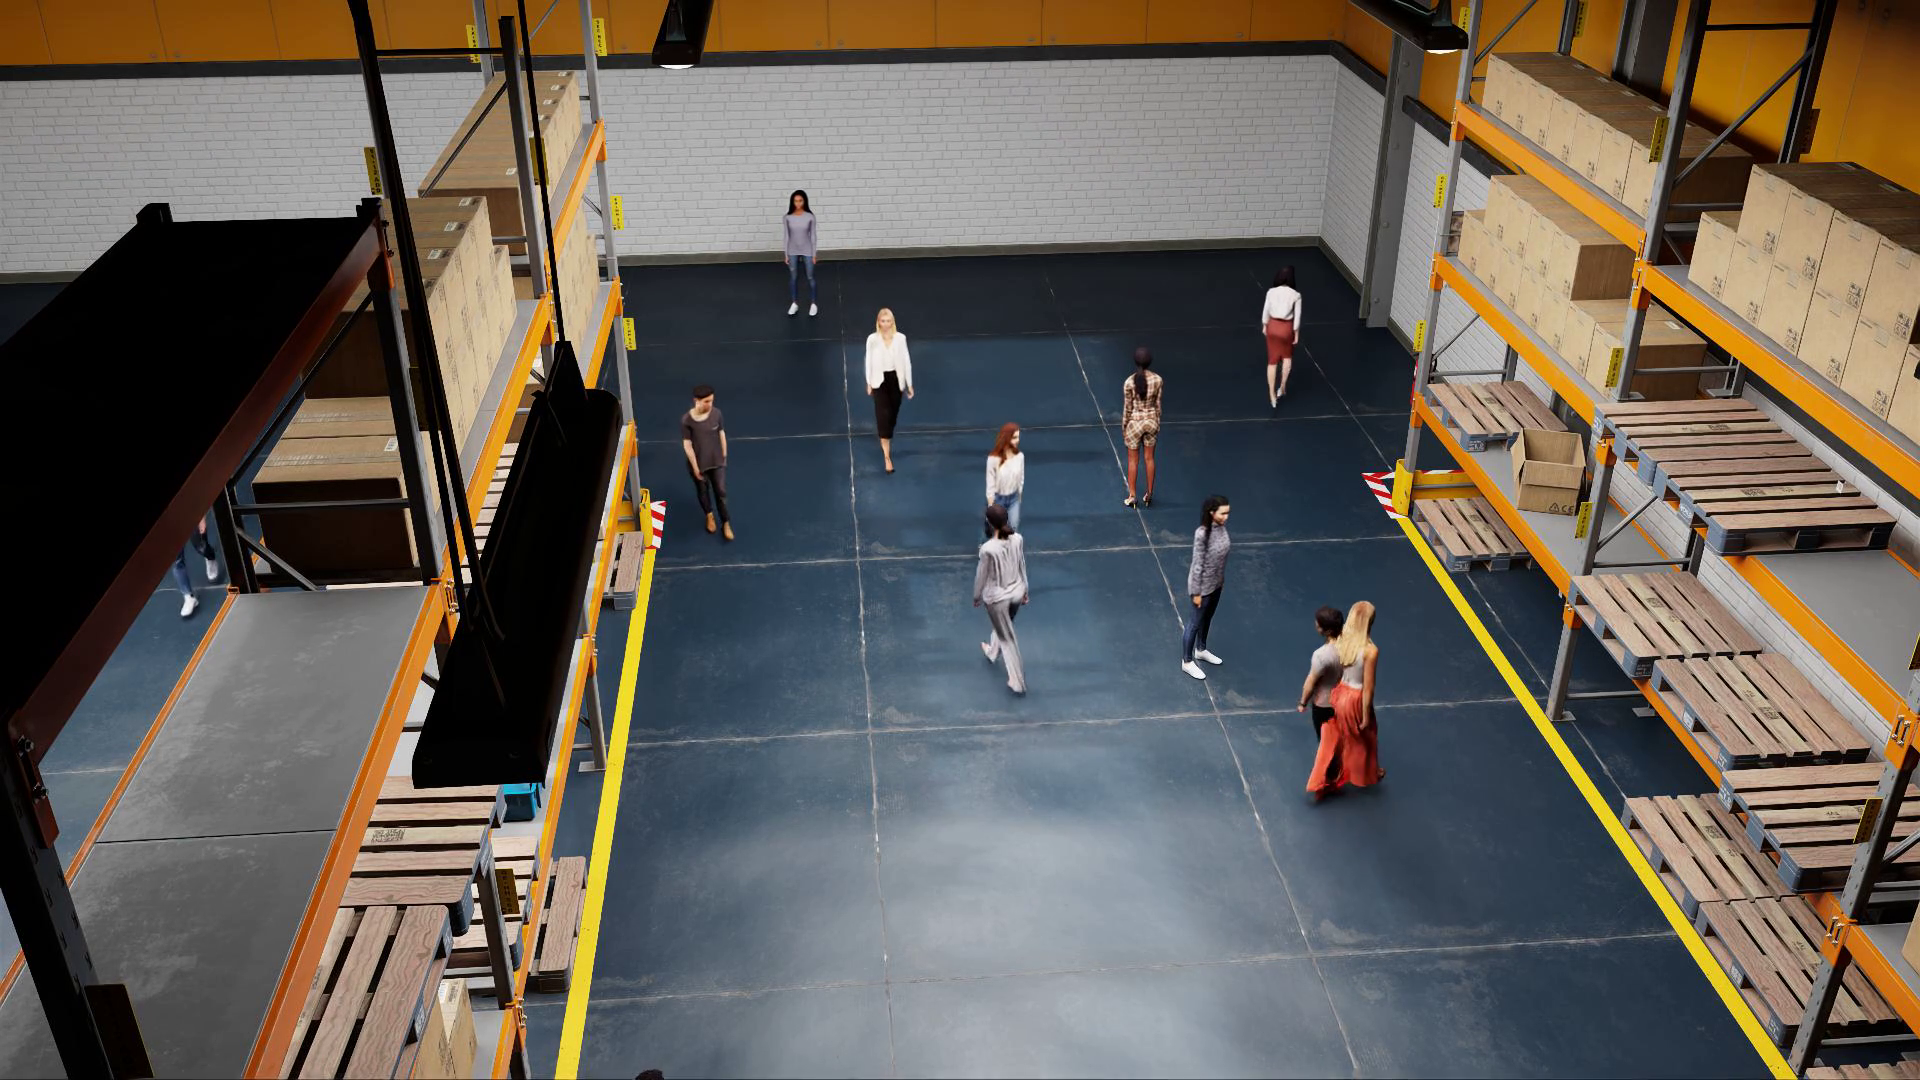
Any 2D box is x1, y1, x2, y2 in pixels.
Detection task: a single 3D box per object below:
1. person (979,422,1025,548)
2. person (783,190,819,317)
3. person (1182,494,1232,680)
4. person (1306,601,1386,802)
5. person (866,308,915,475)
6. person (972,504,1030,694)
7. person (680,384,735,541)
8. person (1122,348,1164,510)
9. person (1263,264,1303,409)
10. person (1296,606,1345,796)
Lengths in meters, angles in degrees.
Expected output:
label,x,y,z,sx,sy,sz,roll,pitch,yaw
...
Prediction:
label,x,y,z,sx,sy,sz,roll,pitch,yaw
person,0.372,-0.356,15.992,0.726,1.691,1.145,-8,30,-14
person,-2.138,-3.873,22.400,0.641,1.729,0.609,3,29,6
person,2.166,0.367,14.621,0.743,1.735,0.675,20,35,33
person,2.936,1.295,12.878,0.992,1.774,1.042,-15,32,-25
person,-0.801,-1.698,18.320,0.726,1.818,1.118,-6,29,-11
person,0.428,0.549,14.277,0.899,1.744,1.085,-16,32,-26
person,-2.609,-0.850,16.904,0.711,1.684,0.858,-9,30,-16
person,1.896,-1.159,17.359,0.593,1.792,0.562,-5,29,-9
person,3.769,-2.379,19.658,0.774,1.732,0.840,10,30,18
person,2.948,1.291,12.975,0.790,1.688,0.815,-15,32,-25
